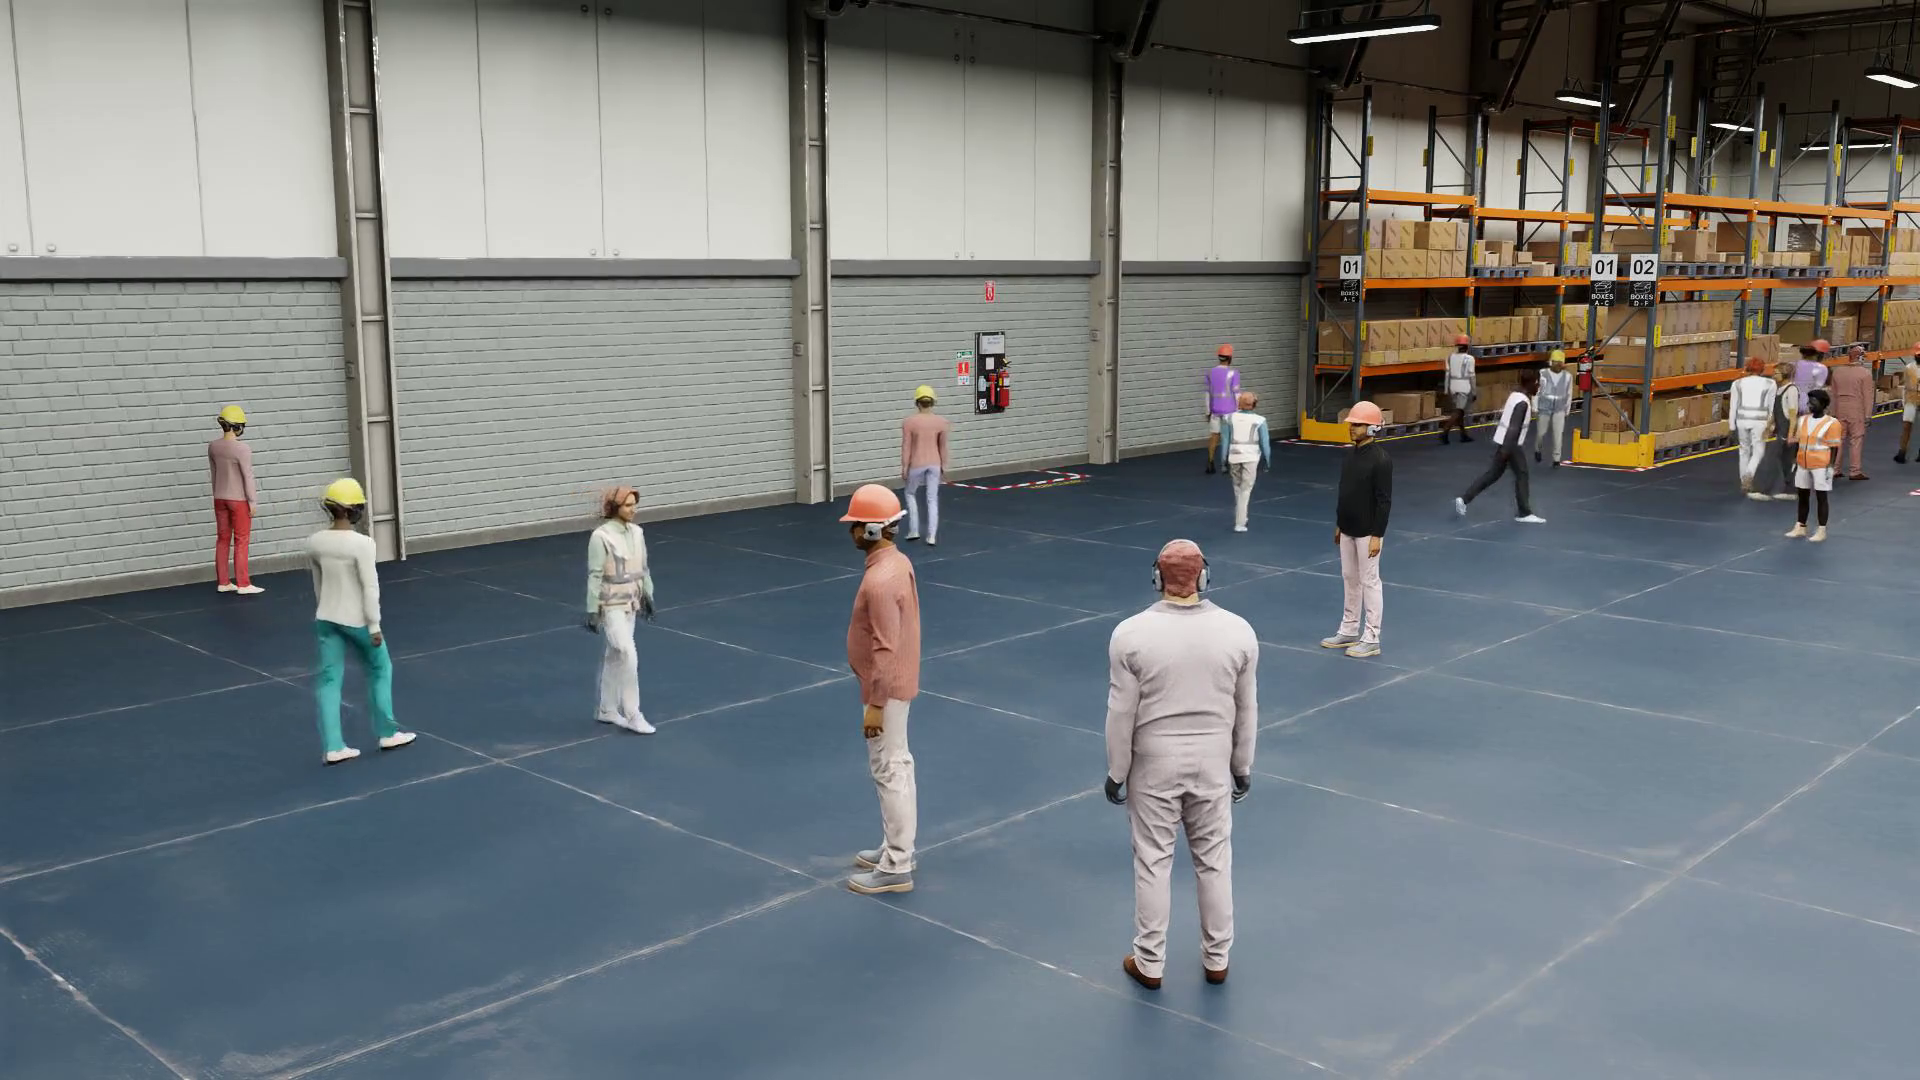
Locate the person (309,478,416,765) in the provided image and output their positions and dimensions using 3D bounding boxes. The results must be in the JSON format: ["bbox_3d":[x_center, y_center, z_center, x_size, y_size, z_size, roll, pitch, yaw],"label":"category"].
[{"bbox_3d":[-3.709,0.480,10.300,0.547,1.741,0.712,4,10,22],"label":"person"}]

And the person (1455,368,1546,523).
[{"bbox_3d":[6.473,-1.131,19.826,0.986,1.866,0.623,1,9,8],"label":"person"}]

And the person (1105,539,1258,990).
[{"bbox_3d":[0.921,0.942,7.029,0.649,1.904,0.401,-1,9,-7],"label":"person"}]

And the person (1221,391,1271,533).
[{"bbox_3d":[3.330,-0.906,19.166,0.551,1.605,0.761,6,11,31],"label":"person"}]

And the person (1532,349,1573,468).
[{"bbox_3d":[9.014,-2.016,25.362,0.598,1.806,0.769,2,9,11],"label":"person"}]

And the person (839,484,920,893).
[{"bbox_3d":[-0.387,0.717,8.120,0.396,1.992,0.623,1,9,5],"label":"person"}]

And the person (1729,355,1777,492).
[{"bbox_3d":[10.597,-1.541,22.287,0.577,1.864,0.740,7,12,36],"label":"person"}]

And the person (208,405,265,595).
[{"bbox_3d":[-6.723,-0.365,15.446,0.522,1.763,0.334,4,10,24],"label":"person"}]

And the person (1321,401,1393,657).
[{"bbox_3d":[3.135,-0.091,13.041,0.375,1.997,0.612,-3,10,-20],"label":"person"}]

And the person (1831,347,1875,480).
[{"bbox_3d":[12.779,-1.802,23.830,0.441,1.917,0.683,-4,10,-23],"label":"person"}]

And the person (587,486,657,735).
[{"bbox_3d":[-2.147,0.459,10.839,0.683,1.614,0.551,4,10,23],"label":"person"}]

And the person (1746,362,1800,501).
[{"bbox_3d":[10.620,-1.401,21.600,0.587,1.836,0.519,3,10,15],"label":"person"}]

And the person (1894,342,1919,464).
[{"bbox_3d":[14.819,-2.115,25.719,0.568,1.885,0.982,9,13,43],"label":"person"}]

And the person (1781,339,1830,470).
[{"bbox_3d":[12.477,-1.996,24.693,0.916,1.991,0.681,-5,10,-26],"label":"person"}]

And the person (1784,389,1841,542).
[{"bbox_3d":[9.459,-0.824,18.424,0.317,1.695,0.540,-4,10,-25],"label":"person"}]

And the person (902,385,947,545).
[{"bbox_3d":[-0.416,-0.824,18.262,0.543,1.745,0.599,-3,10,-20],"label":"person"}]

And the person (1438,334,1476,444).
[{"bbox_3d":[8.550,-2.590,28.568,0.940,1.908,0.551,-6,11,-34],"label":"person"}]

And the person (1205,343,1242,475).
[{"bbox_3d":[3.858,-1.906,24.311,0.556,1.938,0.373,8,12,39],"label":"person"}]
